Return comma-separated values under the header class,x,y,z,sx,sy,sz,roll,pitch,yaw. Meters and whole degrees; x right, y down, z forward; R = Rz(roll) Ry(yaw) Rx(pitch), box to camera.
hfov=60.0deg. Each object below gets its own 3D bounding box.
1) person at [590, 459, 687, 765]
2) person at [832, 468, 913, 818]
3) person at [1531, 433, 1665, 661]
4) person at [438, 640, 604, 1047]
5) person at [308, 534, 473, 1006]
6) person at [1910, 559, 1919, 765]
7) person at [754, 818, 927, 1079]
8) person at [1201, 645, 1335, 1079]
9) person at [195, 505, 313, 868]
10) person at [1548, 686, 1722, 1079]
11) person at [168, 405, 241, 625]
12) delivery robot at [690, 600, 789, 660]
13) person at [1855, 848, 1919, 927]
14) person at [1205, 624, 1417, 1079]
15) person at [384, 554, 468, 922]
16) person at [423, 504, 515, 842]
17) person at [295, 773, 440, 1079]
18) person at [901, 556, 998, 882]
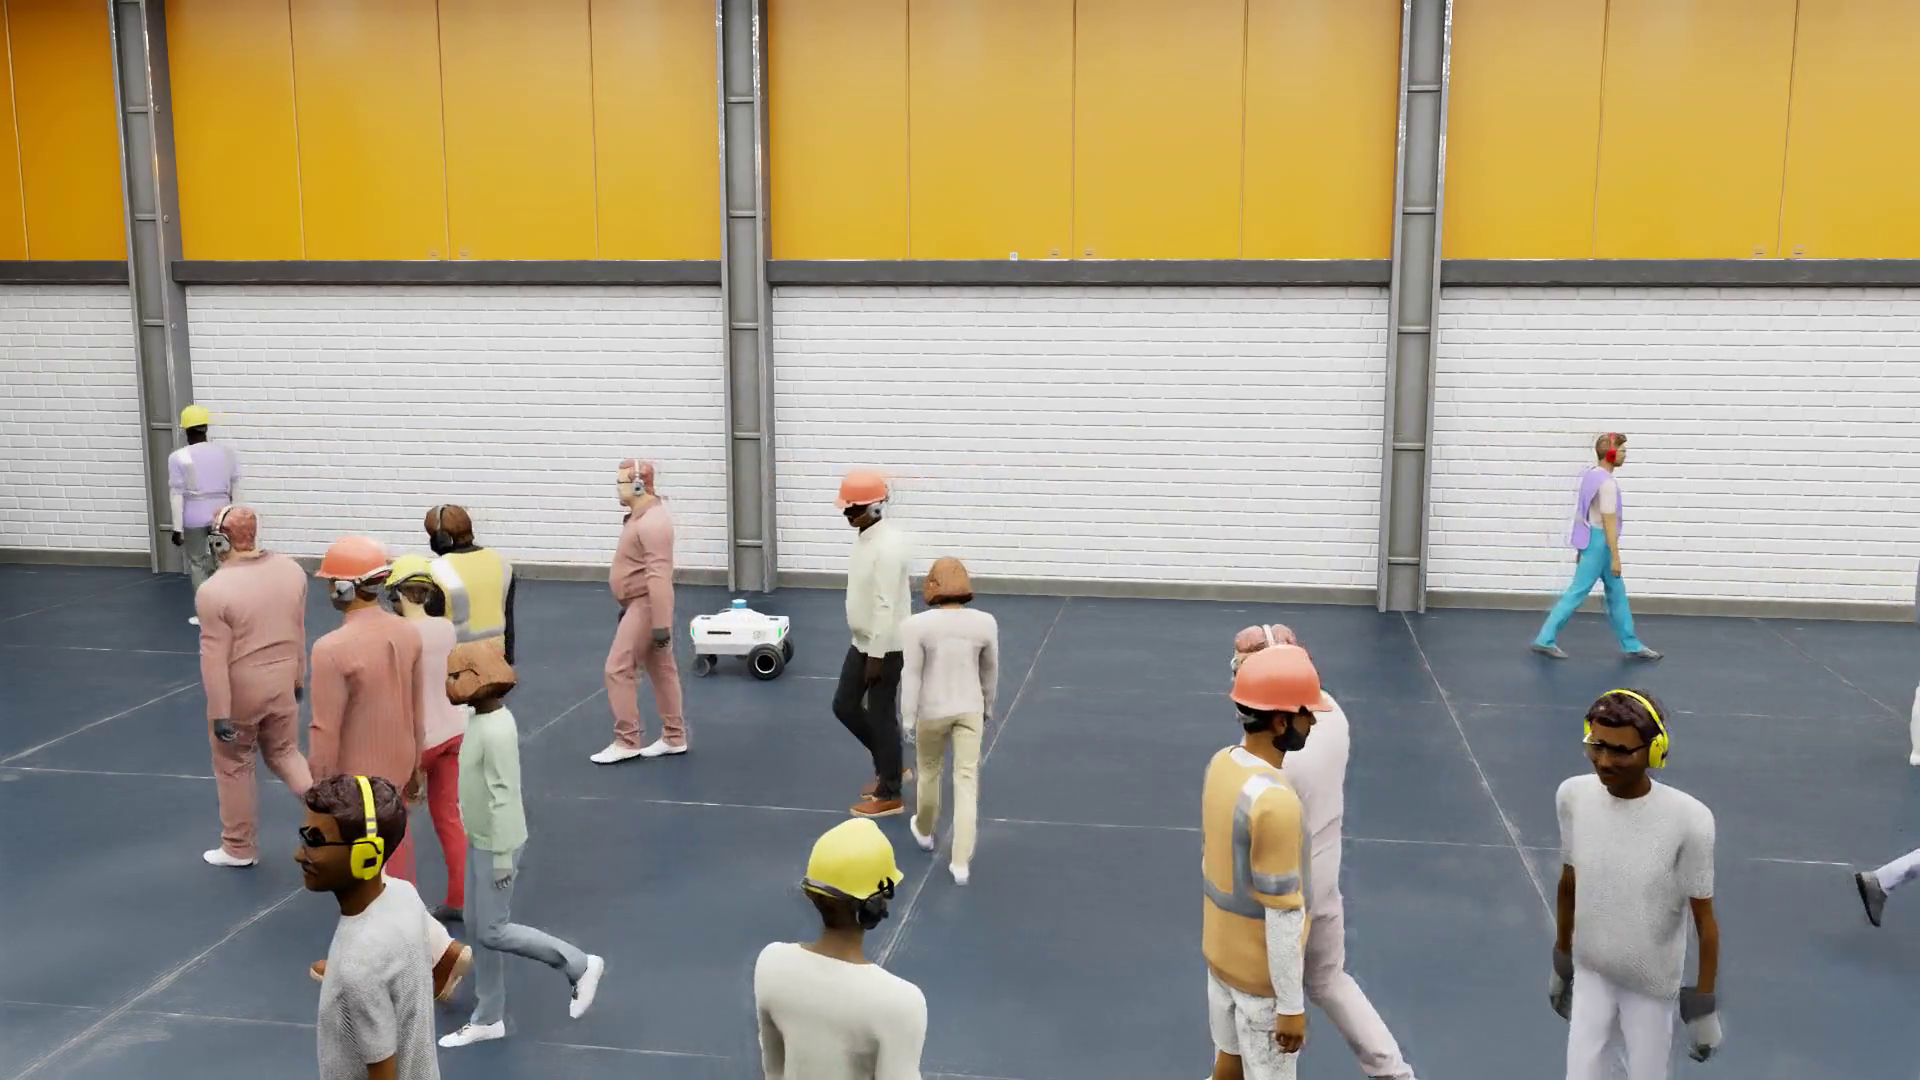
class,x,y,z,sx,sy,sz,roll,pitch,yaw
person,-2.041,0.440,10.255,0.736,1.878,0.664,-1,9,-9
person,-0.488,0.574,9.196,0.432,1.965,0.615,-4,10,-24
person,4.947,0.064,12.864,1.000,1.796,0.579,2,9,14
person,-1.770,1.184,6.544,0.558,1.607,0.510,-4,10,-24
person,-2.378,0.952,6.854,0.826,1.974,0.623,3,10,15
person,6.003,0.598,10.054,0.278,1.634,0.497,-3,10,-17
person,-0.273,1.523,4.112,0.542,1.715,0.939,6,11,32
person,0.923,1.264,5.016,0.367,1.933,0.553,-2,9,-11
person,-3.502,0.752,8.336,0.733,1.882,0.642,5,10,28
person,2.076,1.314,5.045,0.721,1.832,0.547,-8,12,-40
person,-6.345,-0.186,14.069,0.659,1.906,0.591,7,11,36
delivery robot,-1.656,0.693,12.502,0.707,0.478,0.477,1,9,4
person,4.322,1.009,7.197,0.647,1.730,0.572,6,11,32
person,1.168,1.192,5.705,0.888,1.861,0.651,8,12,40
person,-2.528,0.937,7.711,0.597,1.726,0.547,3,10,20
person,-2.664,0.711,8.822,0.489,1.817,0.621,4,10,25
person,-1.411,1.462,3.991,0.328,1.877,0.515,-2,9,-13
person,-0.070,0.872,8.473,0.523,1.592,0.826,-2,9,-12
